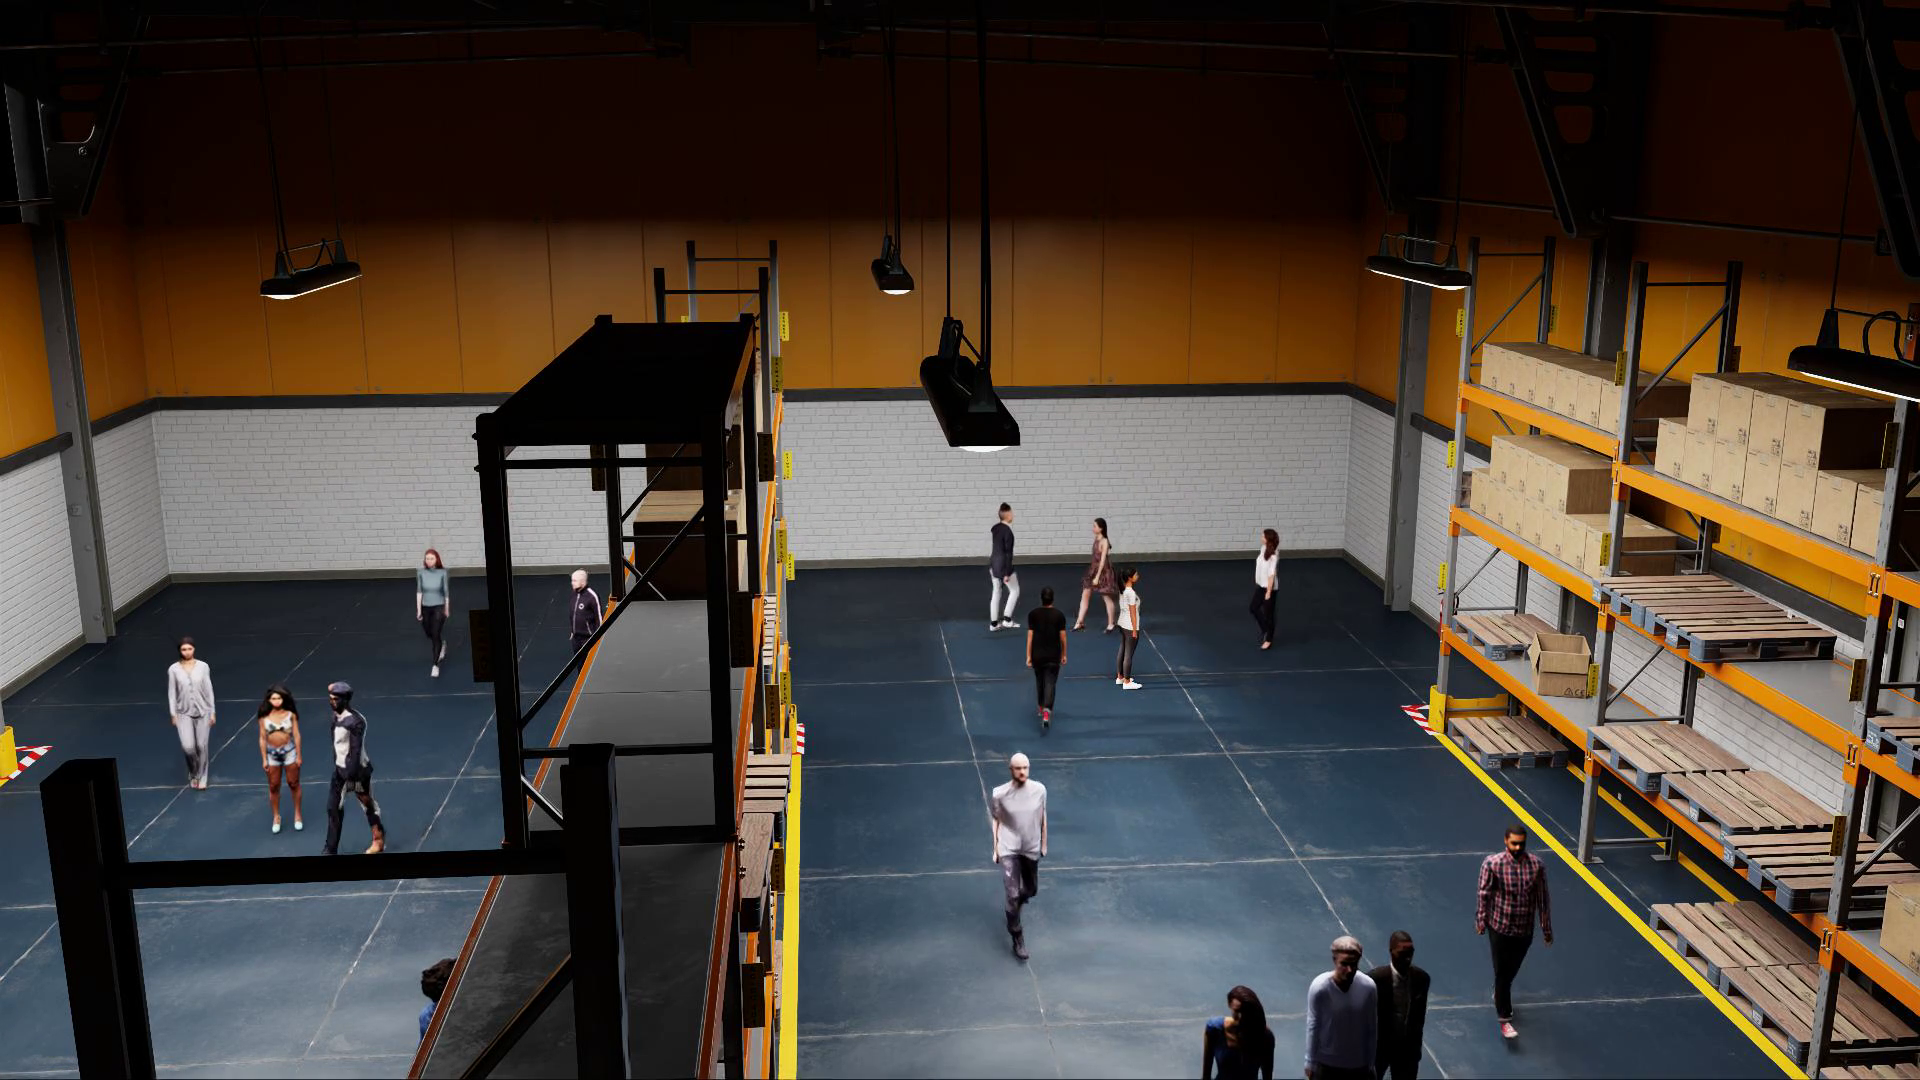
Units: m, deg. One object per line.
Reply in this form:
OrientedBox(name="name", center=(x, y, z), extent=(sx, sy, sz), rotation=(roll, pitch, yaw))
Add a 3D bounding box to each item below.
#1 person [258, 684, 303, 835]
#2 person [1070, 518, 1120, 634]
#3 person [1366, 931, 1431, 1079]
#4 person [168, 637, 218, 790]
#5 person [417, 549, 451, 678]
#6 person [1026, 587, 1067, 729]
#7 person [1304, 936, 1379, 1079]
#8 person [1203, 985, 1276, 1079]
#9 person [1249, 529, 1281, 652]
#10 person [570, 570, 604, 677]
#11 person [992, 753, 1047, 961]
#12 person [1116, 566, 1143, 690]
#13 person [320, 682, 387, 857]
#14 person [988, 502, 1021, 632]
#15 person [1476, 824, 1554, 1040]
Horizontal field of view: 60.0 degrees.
OrientedBox(name="person", center=(-7.089, 2.272, 17.402), extent=(0.610, 1.622, 0.623), rotation=(-4, 14, -16))
OrientedBox(name="person", center=(2.143, 0.548, 24.259), extent=(0.869, 1.746, 0.980), rotation=(-6, 15, -23))
OrientedBox(name="person", center=(2.992, 3.567, 11.752), extent=(0.661, 1.764, 1.160), rotation=(-1, 14, -4))
OrientedBox(name="person", center=(-8.574, 1.914, 18.588), extent=(0.716, 1.761, 0.753), rotation=(-7, 15, -27))
OrientedBox(name="person", center=(-7.157, 0.957, 22.624), extent=(0.596, 1.721, 1.082), rotation=(-1, 14, -4))
OrientedBox(name="person", center=(1.059, 1.465, 20.500), extent=(0.867, 1.732, 1.213), rotation=(3, 14, 12))
OrientedBox(name="person", center=(2.597, 3.580, 11.425), extent=(0.636, 1.893, 0.575), rotation=(-1, 14, -5))
OrientedBox(name="person", center=(1.808, 3.748, 10.920), extent=(0.743, 1.803, 0.702), rotation=(3, 14, 13))
OrientedBox(name="person", center=(4.430, 0.704, 23.533), extent=(0.739, 1.785, 0.587), rotation=(-4, 14, -17))
OrientedBox(name="person", center=(-4.747, 1.248, 21.183), extent=(0.756, 1.833, 0.811), rotation=(11, 17, 38))
OrientedBox(name="person", center=(0.516, 2.768, 14.953), extent=(0.774, 1.810, 1.117), rotation=(-3, 14, -13))
OrientedBox(name="person", center=(2.223, 1.144, 22.011), extent=(0.667, 1.647, 0.522), rotation=(-4, 14, -16))
OrientedBox(name="person", center=(-6.019, 2.319, 16.706), extent=(1.052, 1.859, 1.131), rotation=(9, 17, 34))
OrientedBox(name="person", center=(0.538, 0.402, 24.460), extent=(0.910, 1.935, 0.822), rotation=(-9, 16, -32))
OrientedBox(name="person", center=(4.504, 3.131, 13.643), extent=(0.744, 1.722, 1.067), rotation=(0, 14, -2))
